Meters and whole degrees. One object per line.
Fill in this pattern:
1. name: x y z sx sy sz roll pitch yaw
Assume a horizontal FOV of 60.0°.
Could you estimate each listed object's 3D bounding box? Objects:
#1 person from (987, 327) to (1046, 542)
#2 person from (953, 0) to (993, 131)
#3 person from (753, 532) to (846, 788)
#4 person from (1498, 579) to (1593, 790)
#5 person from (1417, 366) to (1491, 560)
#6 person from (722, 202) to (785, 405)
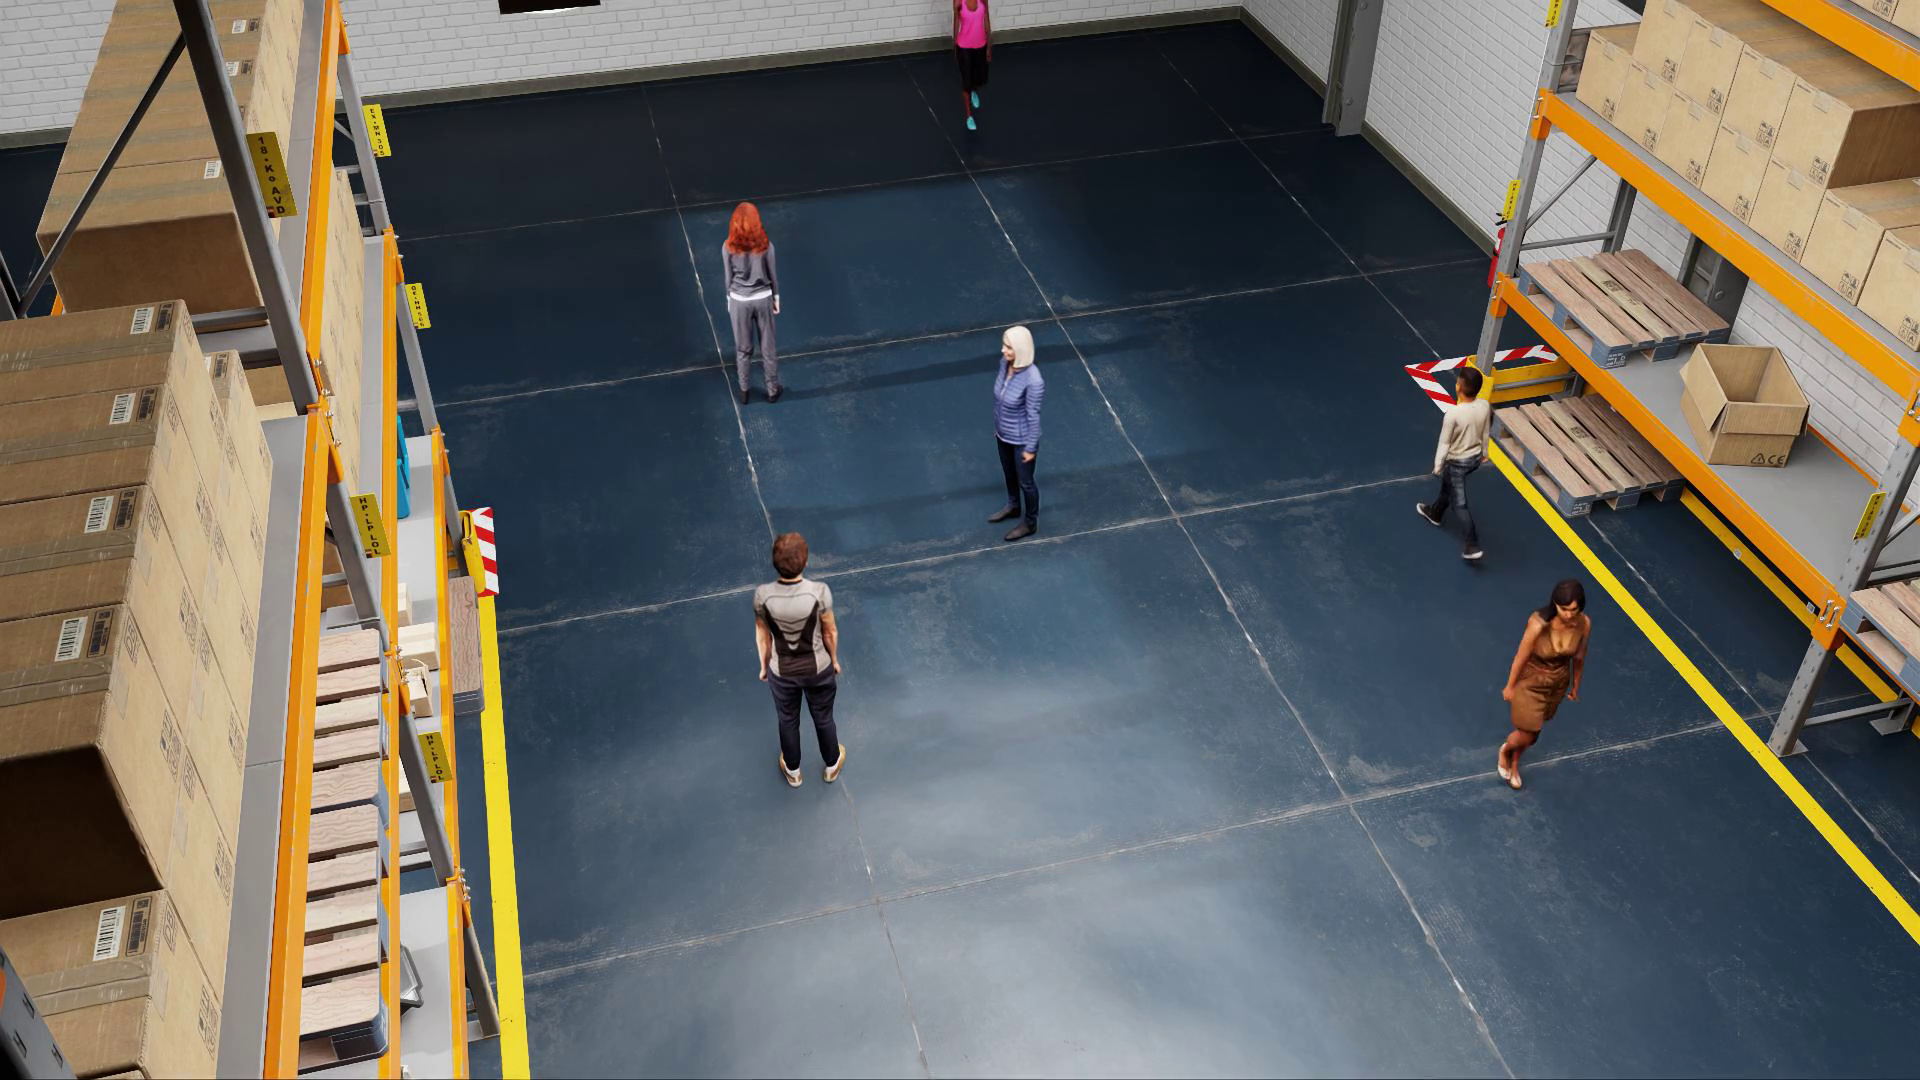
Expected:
1. person: 0.430 -0.785 11.969 0.760 1.743 0.596 -22 44 -26
2. person: 0.114 -5.227 17.555 0.577 1.712 0.811 -7 39 -9
3. person: -0.956 0.736 9.941 0.689 1.896 0.633 -2 39 -3
4. person: 3.447 0.818 10.017 0.585 1.673 0.587 -8 39 -10
5. person: 3.624 -0.515 11.879 0.773 1.433 1.073 -18 42 -22
6. person: -1.662 -1.884 13.316 0.599 1.779 0.543 -3 39 -4
